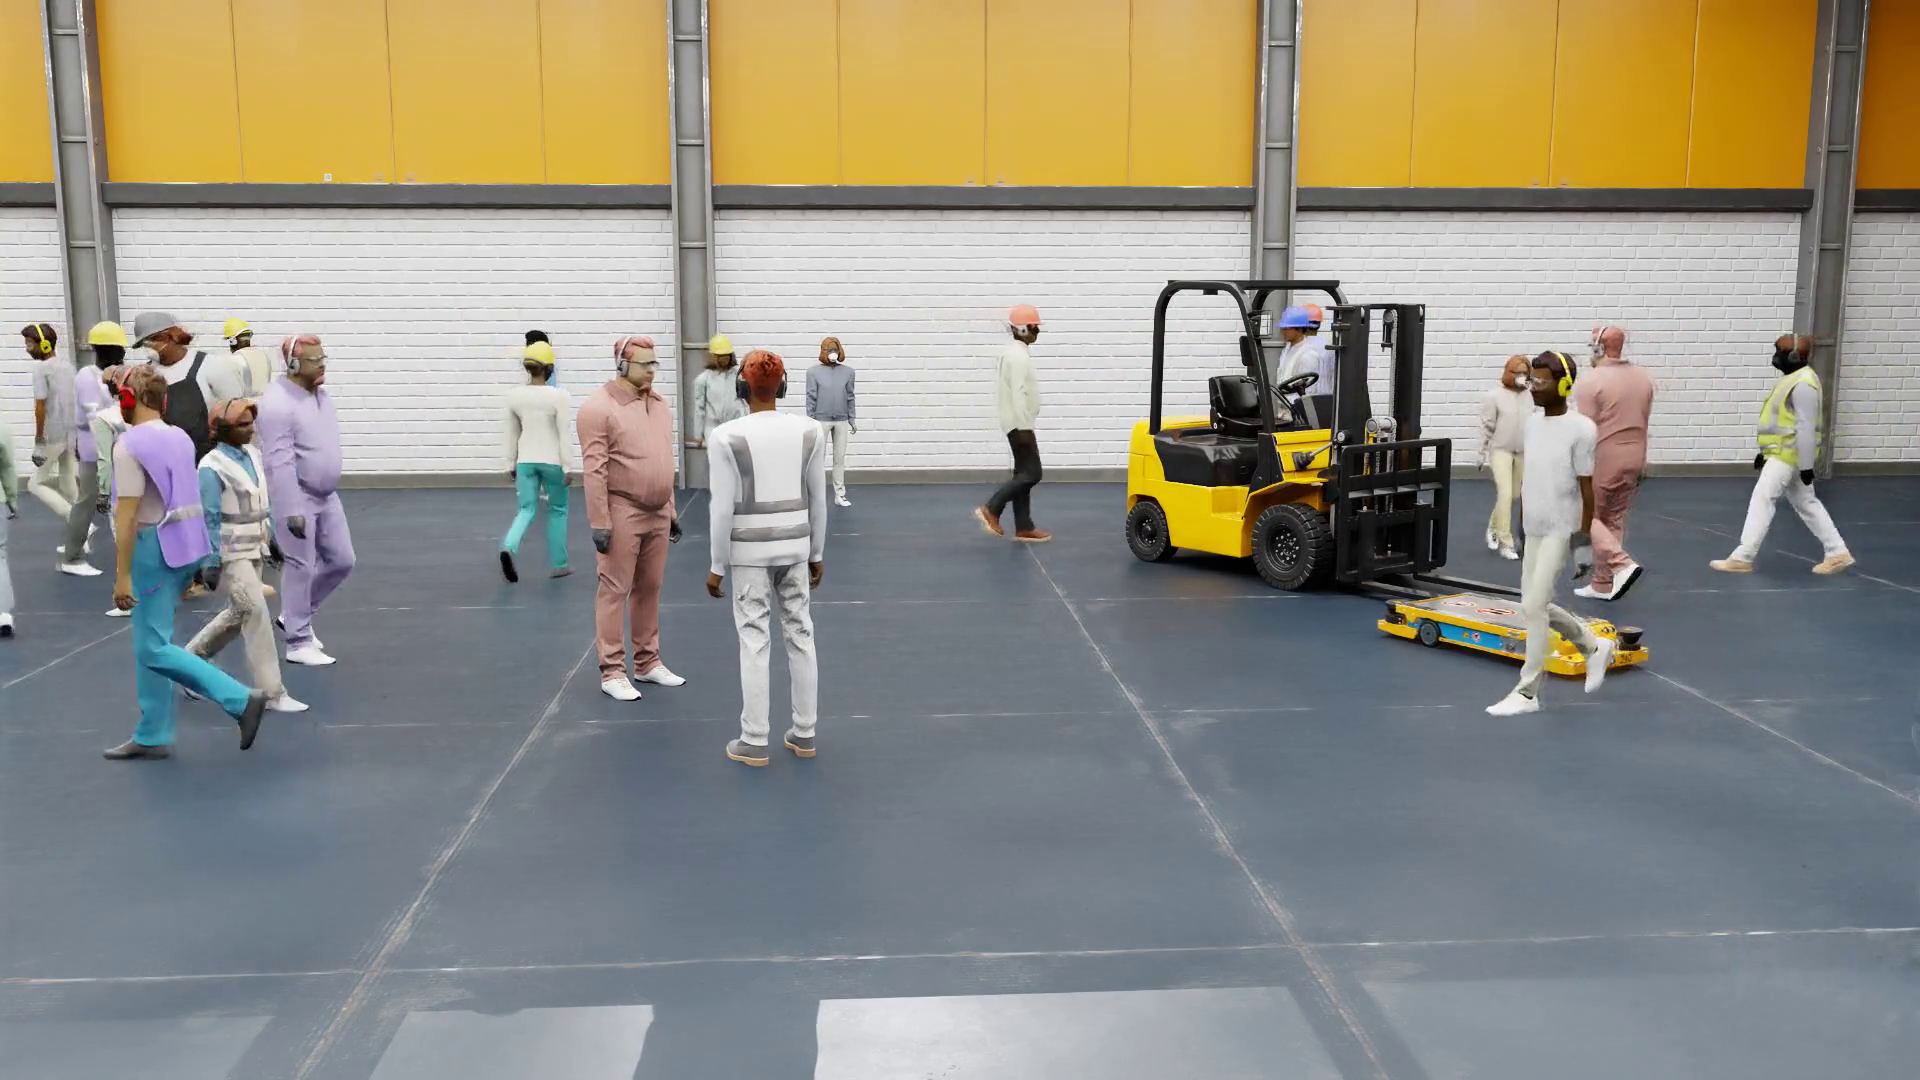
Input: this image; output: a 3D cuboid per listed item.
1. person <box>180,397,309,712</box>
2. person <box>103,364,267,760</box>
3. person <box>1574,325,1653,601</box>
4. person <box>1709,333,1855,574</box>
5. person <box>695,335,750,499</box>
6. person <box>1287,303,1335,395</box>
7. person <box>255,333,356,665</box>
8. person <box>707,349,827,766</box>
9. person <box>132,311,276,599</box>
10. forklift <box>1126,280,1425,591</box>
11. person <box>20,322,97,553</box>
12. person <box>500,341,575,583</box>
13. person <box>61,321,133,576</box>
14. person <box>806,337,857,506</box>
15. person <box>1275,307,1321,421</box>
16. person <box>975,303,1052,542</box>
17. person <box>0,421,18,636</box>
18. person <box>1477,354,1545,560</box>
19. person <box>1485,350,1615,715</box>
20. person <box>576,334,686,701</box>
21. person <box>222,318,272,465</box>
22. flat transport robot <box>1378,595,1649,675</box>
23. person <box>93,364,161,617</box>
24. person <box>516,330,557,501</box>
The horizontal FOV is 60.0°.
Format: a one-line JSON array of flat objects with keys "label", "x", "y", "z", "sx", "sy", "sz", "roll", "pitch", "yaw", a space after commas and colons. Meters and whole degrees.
[{"label": "person", "x": -3.721, "y": 0.076, "z": 8.422, "sx": 0.746, "sy": 1.615, "sz": 0.540, "roll": 0, "pitch": 9, "yaw": 2}, {"label": "person", "x": -3.552, "y": 0.116, "z": 7.531, "sx": 0.696, "sy": 1.815, "sz": 0.602, "roll": 0, "pitch": 9, "yaw": -3}, {"label": "person", "x": 4.378, "y": -0.492, "z": 11.140, "sx": 0.659, "sy": 1.887, "sz": 0.555, "roll": -4, "pitch": 10, "yaw": -26}, {"label": "person", "x": 6.161, "y": -0.626, "z": 12.273, "sx": 0.961, "sy": 1.805, "sz": 0.618, "roll": 4, "pitch": 10, "yaw": 23}, {"label": "person", "x": -2.091, "y": -0.952, "z": 14.626, "sx": 0.494, "sy": 1.696, "sz": 0.895, "roll": -6, "pitch": 11, "yaw": -32}, {"label": "person", "x": 3.429, "y": -1.351, "z": 16.359, "sx": 0.543, "sy": 1.939, "sz": 0.360, "roll": -2, "pitch": 9, "yaw": -12}, {"label": "person", "x": -3.707, "y": -0.222, "z": 9.440, "sx": 0.424, "sy": 1.896, "sz": 0.652, "roll": 2, "pitch": 9, "yaw": 12}, {"label": "person", "x": -0.871, "y": 0.082, "z": 7.537, "sx": 0.572, "sy": 1.883, "sz": 0.354, "roll": -5, "pitch": 11, "yaw": -30}, {"label": "person", "x": -5.155, "y": -0.587, "z": 11.245, "sx": 0.849, "sy": 2.000, "sz": 0.552, "roll": 0, "pitch": 9, "yaw": 0}, {"label": "forklift", "x": 2.301, "y": -0.860, "z": 12.475, "sx": 1.214, "sy": 2.155, "sz": 2.313, "roll": -6, "pitch": 11, "yaw": -35}, {"label": "person", "x": -7.101, "y": -0.780, "z": 13.058, "sx": 0.412, "sy": 1.848, "sz": 0.601, "roll": 1, "pitch": 9, "yaw": 4}, {"label": "person", "x": -3.045, "y": -0.551, "z": 11.953, "sx": 0.528, "sy": 1.746, "sz": 0.713, "roll": 2, "pitch": 9, "yaw": 15}, {"label": "person", "x": -6.188, "y": -0.654, "z": 12.190, "sx": 0.999, "sy": 1.873, "sz": 0.596, "roll": 1, "pitch": 9, "yaw": 3}, {"label": "person", "x": -1.224, "y": -1.120, "z": 15.872, "sx": 0.501, "sy": 1.630, "sz": 0.281, "roll": -4, "pitch": 10, "yaw": -23}, {"label": "person", "x": 2.967, "y": -1.096, "z": 14.767, "sx": 0.436, "sy": 1.933, "sz": 0.635, "roll": -2, "pitch": 9, "yaw": -12}, {"label": "person", "x": 0.467, "y": -0.949, "z": 13.687, "sx": 0.539, "sy": 1.982, "sz": 0.634, "roll": 0, "pitch": 9, "yaw": -1}, {"label": "person", "x": -6.070, "y": -0.207, "z": 10.260, "sx": 0.501, "sy": 1.597, "sz": 0.836, "roll": -7, "pitch": 11, "yaw": -37}, {"label": "person", "x": 4.334, "y": -0.679, "z": 13.183, "sx": 0.499, "sy": 1.599, "sz": 0.716, "roll": -2, "pitch": 9, "yaw": -10}, {"label": "person", "x": 3.043, "y": -0.036, "z": 8.430, "sx": 0.763, "sy": 1.845, "sz": 0.518, "roll": -3, "pitch": 10, "yaw": -19}, {"label": "person", "x": -1.701, "y": -0.127, "z": 8.780, "sx": 0.406, "sy": 1.907, "sz": 0.639, "roll": 5, "pitch": 10, "yaw": 30}, {"label": "person", "x": -6.644, "y": -1.151, "z": 15.469, "sx": 0.403, "sy": 1.822, "sz": 0.588, "roll": 2, "pitch": 9, "yaw": 11}, {"label": "flat transport robot", "x": 3.224, "y": 0.527, "z": 9.787, "sx": 0.652, "sy": 0.197, "sz": 1.431, "roll": -6, "pitch": 11, "yaw": -32}, {"label": "person", "x": -5.381, "y": -0.317, "z": 10.807, "sx": 0.307, "sy": 1.641, "sz": 0.514, "roll": 3, "pitch": 10, "yaw": 18}, {"label": "person", "x": -4.167, "y": -1.204, "z": 16.228, "sx": 0.611, "sy": 1.677, "sz": 0.540, "roll": -1, "pitch": 9, "yaw": -7}]
